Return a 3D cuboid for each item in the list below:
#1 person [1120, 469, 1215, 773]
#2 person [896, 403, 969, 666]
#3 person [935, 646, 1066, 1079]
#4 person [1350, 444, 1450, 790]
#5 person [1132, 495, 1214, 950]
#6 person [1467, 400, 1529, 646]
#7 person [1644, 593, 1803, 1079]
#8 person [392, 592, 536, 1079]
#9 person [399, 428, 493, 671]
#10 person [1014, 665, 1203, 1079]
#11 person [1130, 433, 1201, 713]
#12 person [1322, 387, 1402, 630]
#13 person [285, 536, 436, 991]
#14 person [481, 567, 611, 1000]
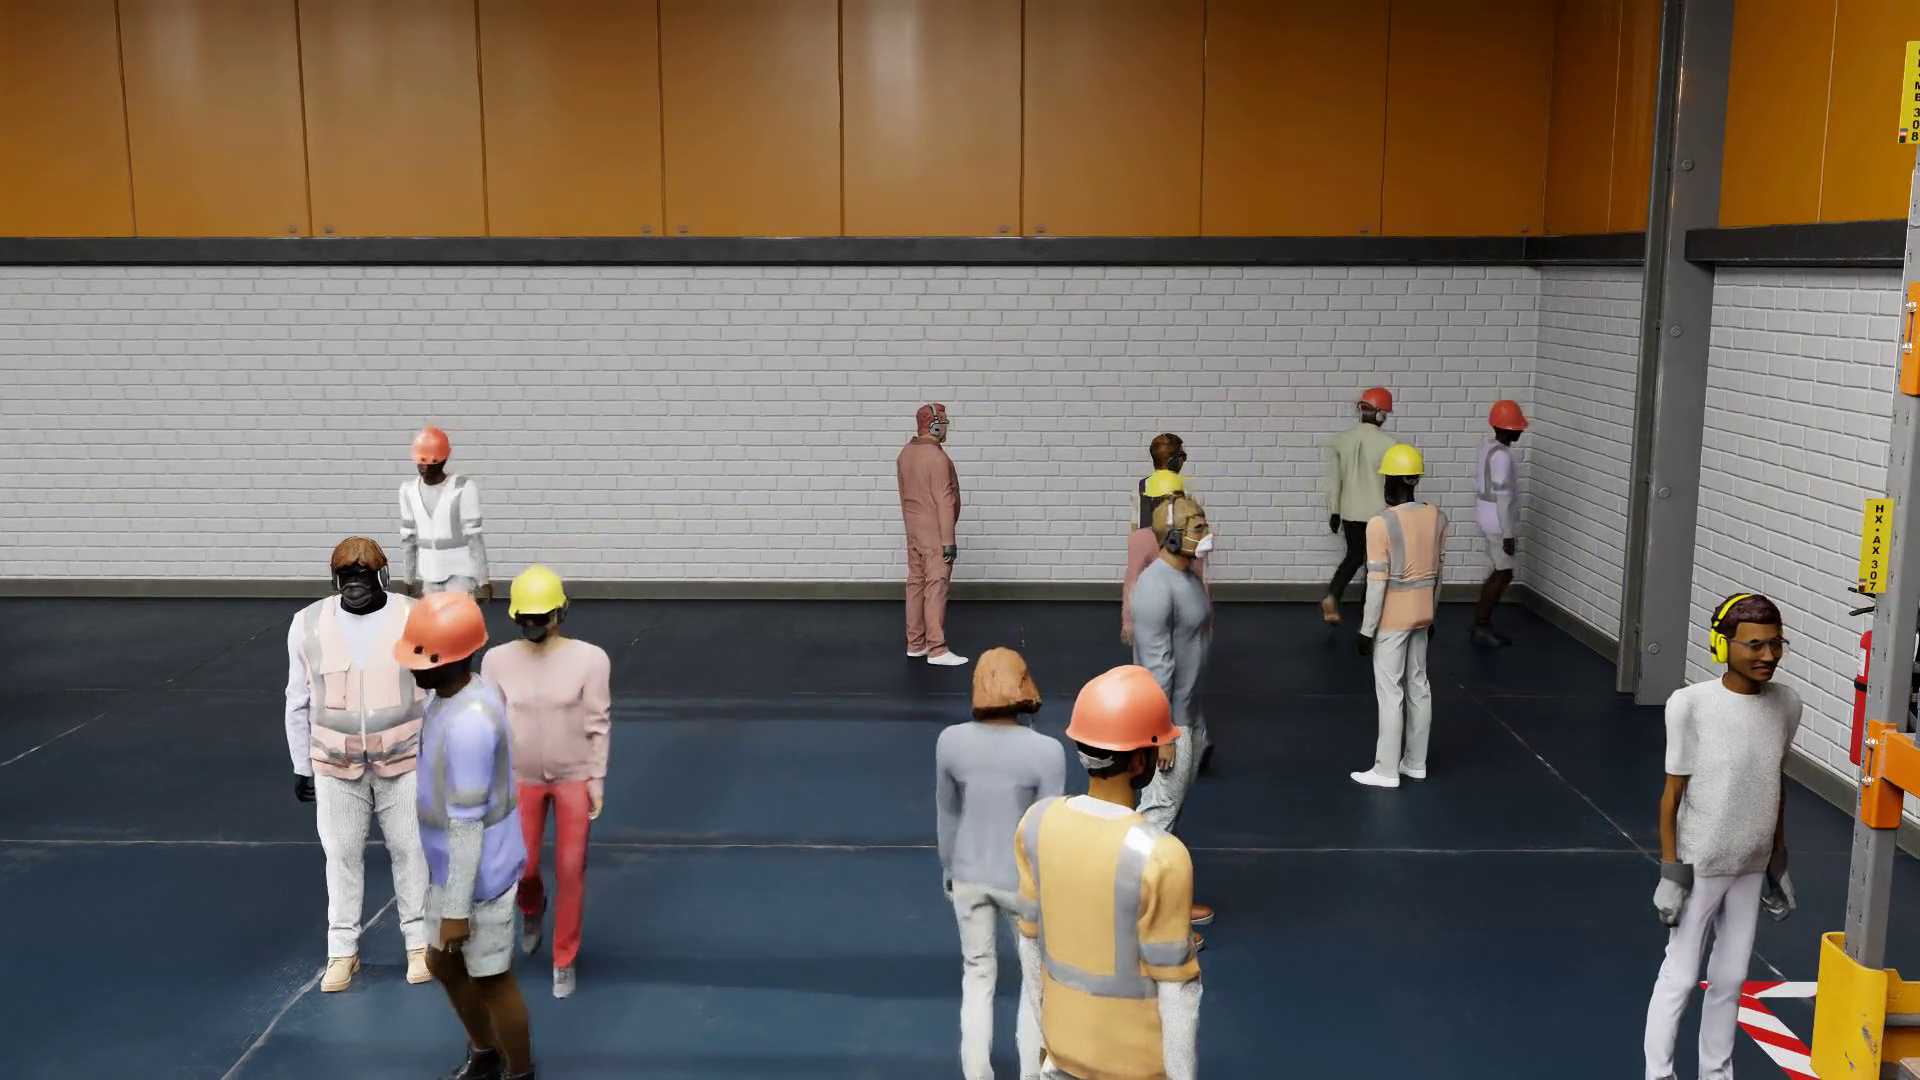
[{"bbox_3d":[1.233,0.466,9.624,0.533,1.735,0.823,-6,11,-33],"label":"person"},{"bbox_3d":[-0.195,-0.042,12.123,0.409,1.909,0.641,-6,11,-30],"label":"person"},{"bbox_3d":[0.126,1.178,5.701,0.516,1.610,0.455,4,10,22],"label":"person"},{"bbox_3d":[2.437,0.427,9.255,0.585,1.927,0.366,-6,11,-34],"label":"person"},{"bbox_3d":[0.921,0.772,7.157,0.372,1.940,0.632,3,10,18],"label":"person"},{"bbox_3d":[4.087,-0.128,12.698,0.366,1.892,0.687,2,10,11],"label":"person"},{"bbox_3d":[2.529,1.086,5.475,0.519,1.873,0.335,-2,10,-14],"label":"person"},{"bbox_3d":[-1.614,1.075,5.466,0.469,1.898,0.591,-5,11,-26],"label":"person"},{"bbox_3d":[-3.290,0.219,10.612,0.654,1.887,0.784,2,10,12],"label":"person"},{"bbox_3d":[0.390,1.266,4.195,0.543,1.939,0.356,9,13,44],"label":"person"},{"bbox_3d":[1.306,0.237,10.640,0.346,1.846,0.505,-8,13,-41],"label":"person"},{"bbox_3d":[3.153,-0.216,13.017,0.628,1.961,0.579,9,13,43],"label":"person"},{"bbox_3d":[-2.379,0.894,6.713,0.633,1.843,0.429,-2,10,-13],"label":"person"},{"bbox_3d":[-1.647,0.950,6.684,0.520,1.749,0.482,-1,10,-6],"label":"person"}]
